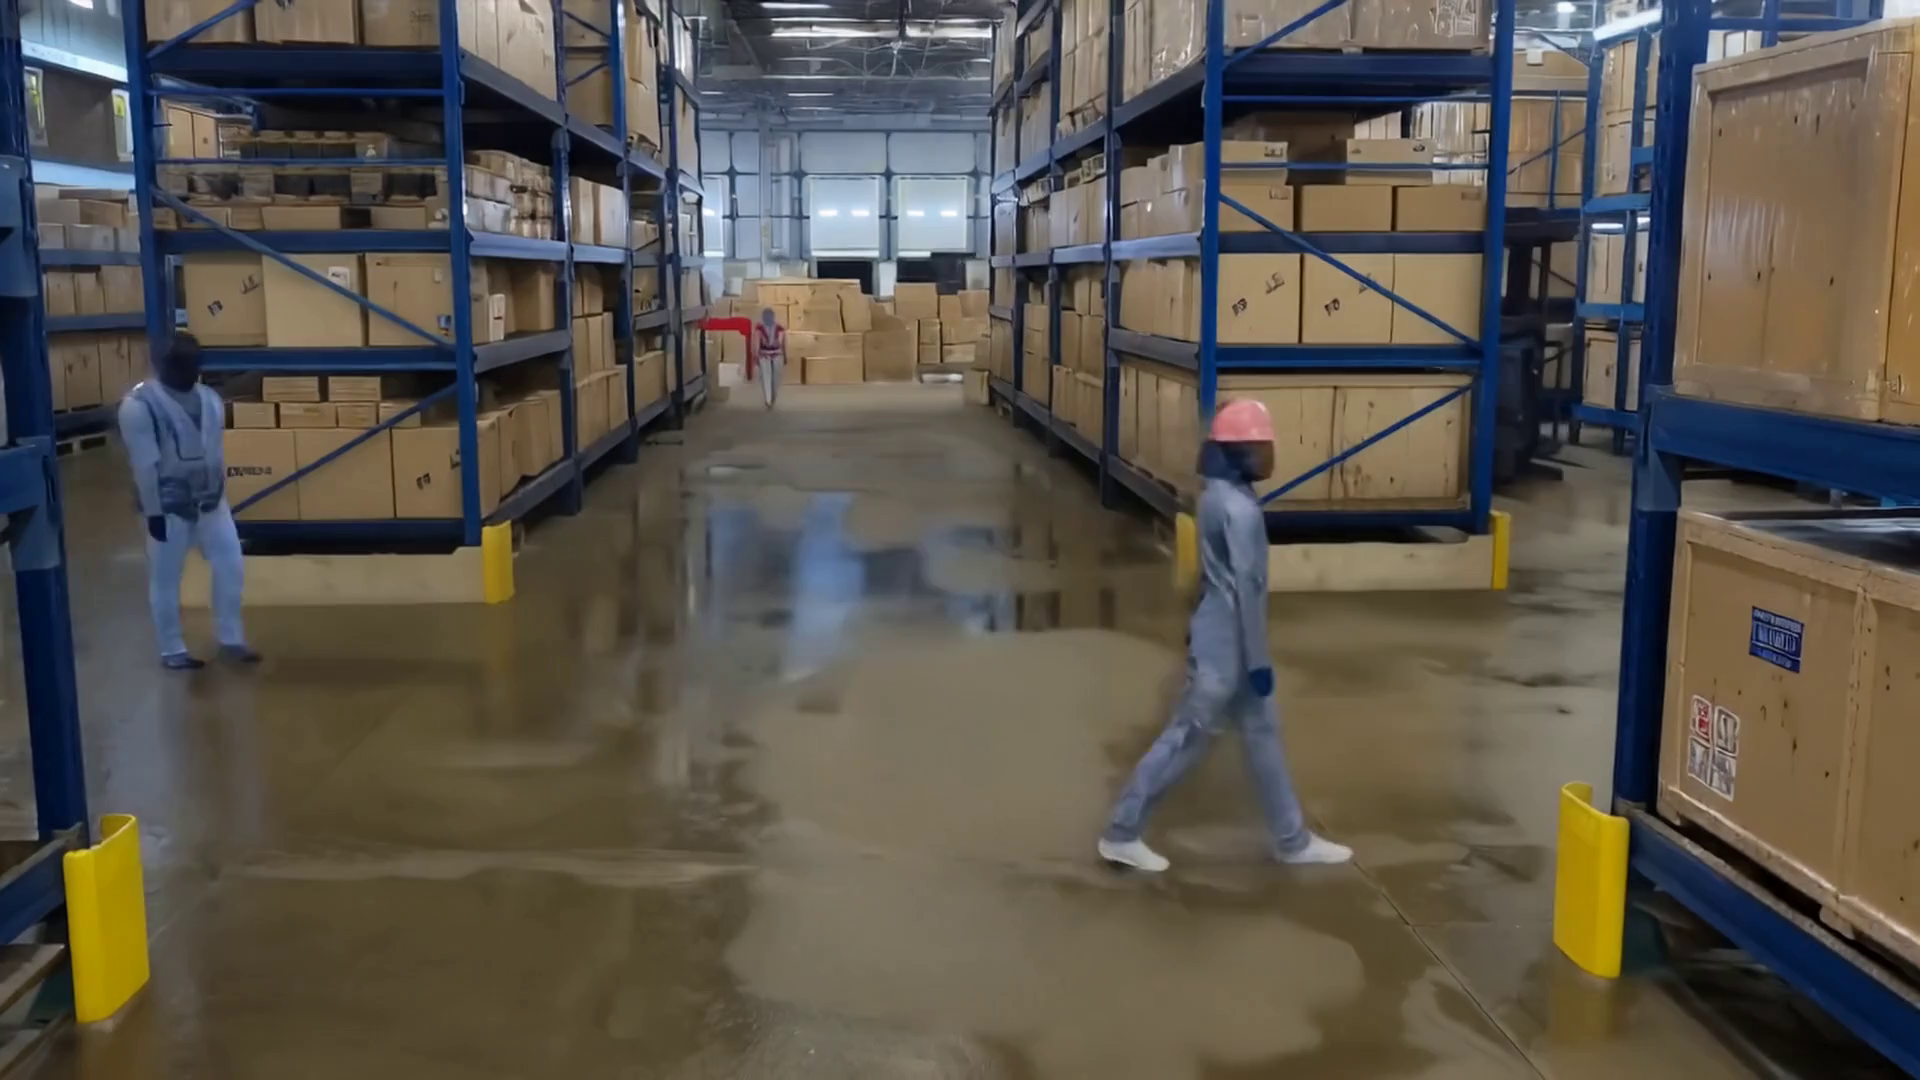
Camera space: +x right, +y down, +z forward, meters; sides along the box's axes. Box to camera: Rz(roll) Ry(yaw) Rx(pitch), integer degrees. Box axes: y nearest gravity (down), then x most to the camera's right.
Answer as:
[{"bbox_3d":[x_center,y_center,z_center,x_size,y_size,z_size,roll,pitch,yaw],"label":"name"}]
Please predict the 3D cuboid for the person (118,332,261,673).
[{"bbox_3d":[-4.043,-0.178,8.784,0.630,1.825,0.629,4,10,25],"label":"person"}]

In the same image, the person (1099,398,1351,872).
[{"bbox_3d":[0.927,0.349,5.853,0.919,1.699,0.492,0,9,0],"label":"person"}]

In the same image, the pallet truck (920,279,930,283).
[{"bbox_3d":[-0.932,-8.922,63.114,1.885,1.965,0.823,2,9,13],"label":"pallet truck"}]

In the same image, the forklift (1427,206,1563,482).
[{"bbox_3d":[5.453,-2.086,17.428,1.129,2.768,1.873,-1,9,-4],"label":"forklift"}]

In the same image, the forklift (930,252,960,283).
[{"bbox_3d":[-0.462,-7.660,52.429,1.129,2.768,1.873,-6,11,-32],"label":"forklift"}]

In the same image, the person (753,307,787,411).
[{"bbox_3d":[-2.986,-2.840,26.084,0.531,1.622,0.423,-2,9,-10],"label":"person"}]
